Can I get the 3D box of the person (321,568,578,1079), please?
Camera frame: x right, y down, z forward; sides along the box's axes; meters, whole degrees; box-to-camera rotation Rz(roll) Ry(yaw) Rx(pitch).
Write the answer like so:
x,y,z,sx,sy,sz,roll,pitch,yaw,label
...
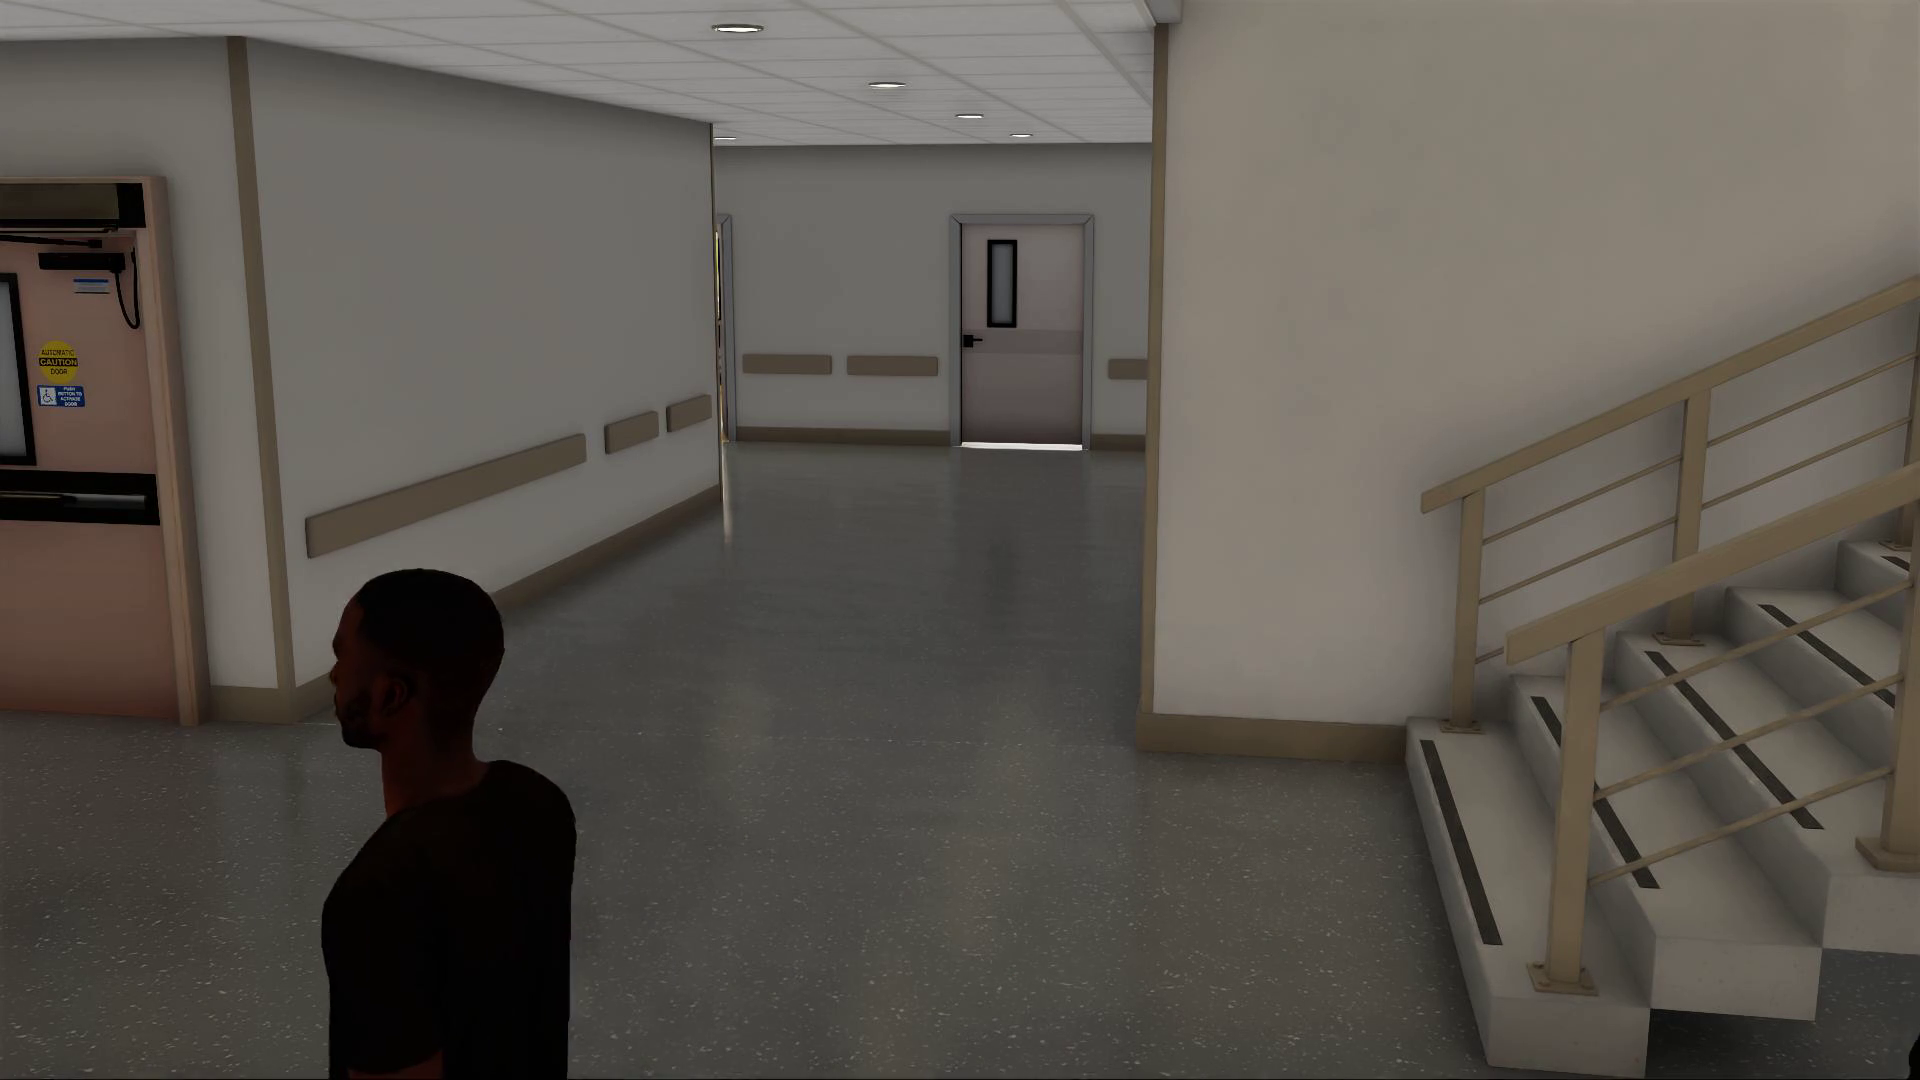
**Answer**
x,y,z,sx,sy,sz,roll,pitch,yaw,label
-0.535,0.942,2.137,1.231,1.772,0.765,3,11,16,person
